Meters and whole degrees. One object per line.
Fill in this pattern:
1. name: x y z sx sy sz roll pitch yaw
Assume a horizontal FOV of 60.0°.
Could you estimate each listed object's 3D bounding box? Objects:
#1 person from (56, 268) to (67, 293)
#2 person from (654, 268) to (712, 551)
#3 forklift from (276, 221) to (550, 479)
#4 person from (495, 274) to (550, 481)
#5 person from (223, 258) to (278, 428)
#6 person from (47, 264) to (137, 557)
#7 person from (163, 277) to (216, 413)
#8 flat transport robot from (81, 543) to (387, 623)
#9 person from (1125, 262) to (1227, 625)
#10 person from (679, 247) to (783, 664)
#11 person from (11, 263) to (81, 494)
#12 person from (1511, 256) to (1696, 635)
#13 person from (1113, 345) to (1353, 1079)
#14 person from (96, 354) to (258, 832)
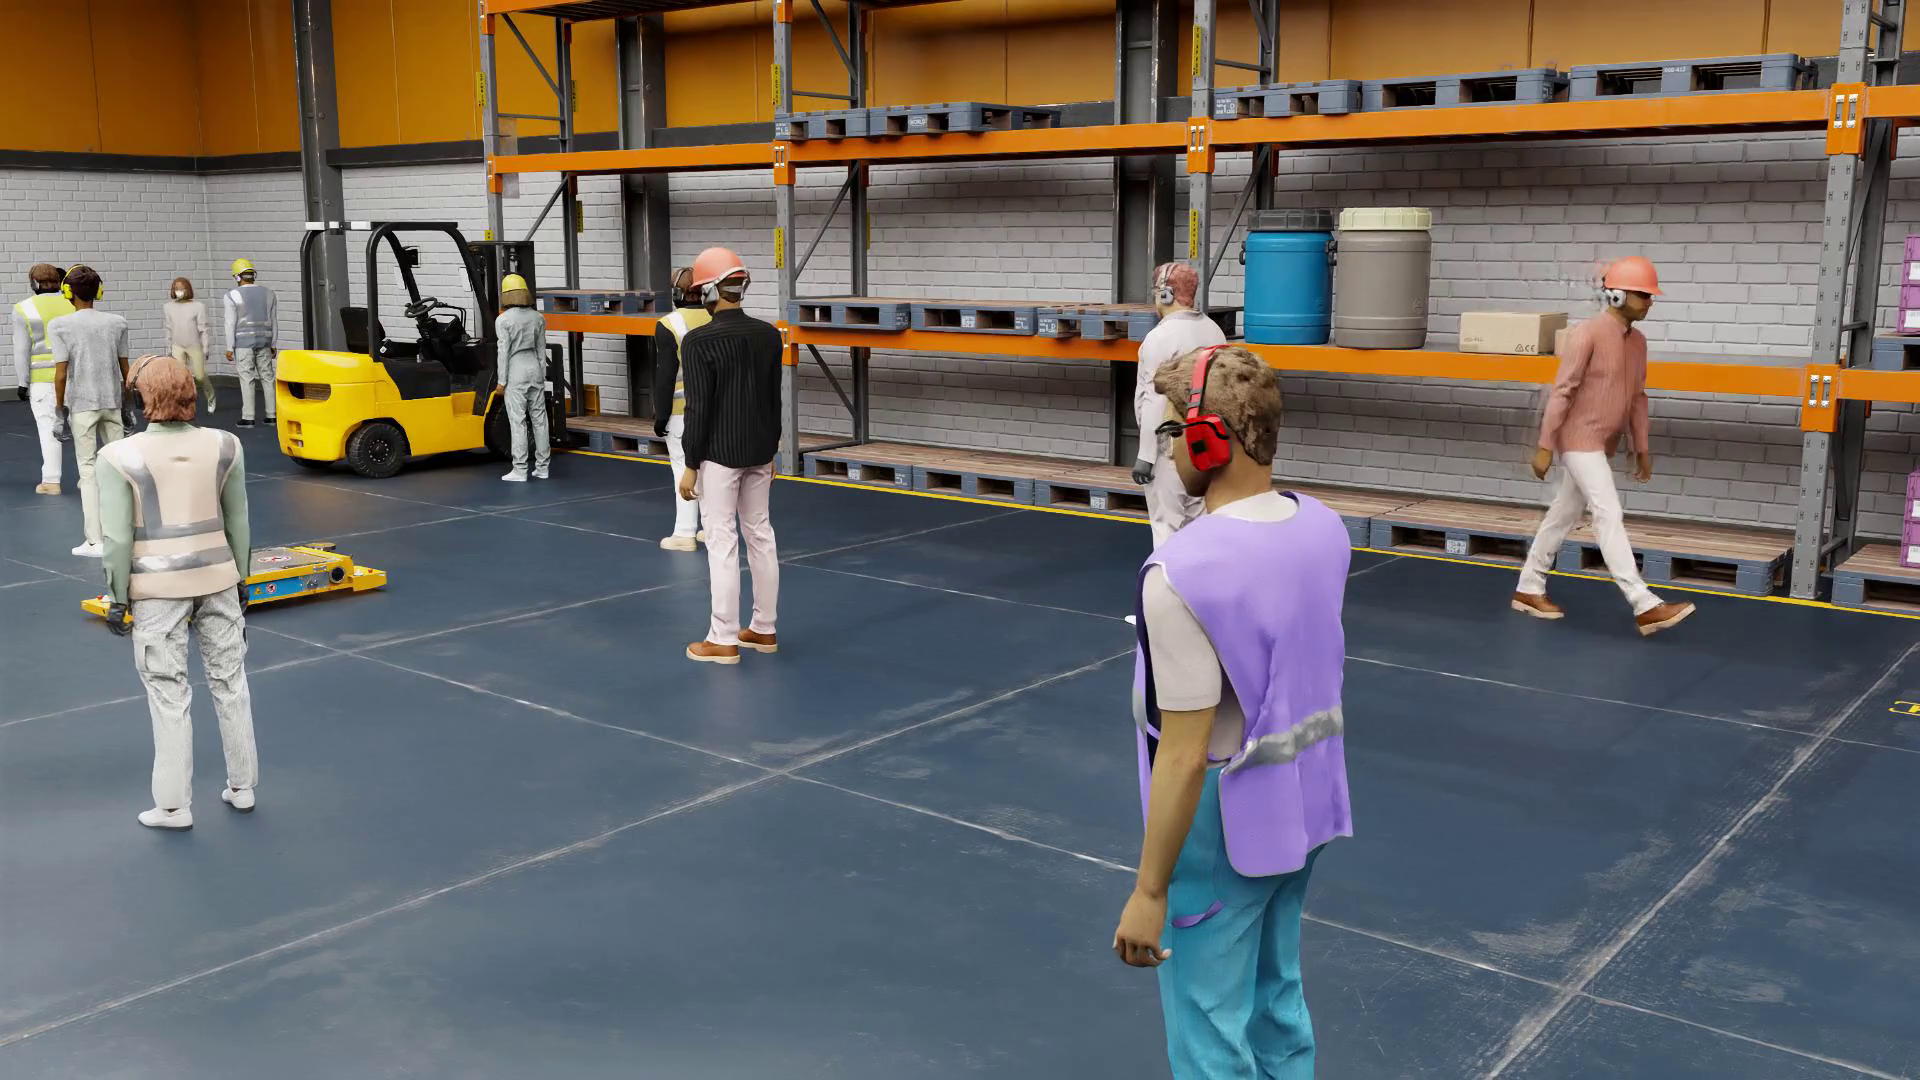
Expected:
1. person: -10.713 -2.399 19.880 0.319 1.696 0.532 8 13 38
2. person: -1.763 -0.851 10.901 0.429 1.844 0.624 8 13 38
3. forklift: -4.922 -1.741 14.854 1.214 2.155 2.313 8 13 38
4. person: -3.703 -1.363 14.024 0.305 1.738 0.484 8 13 38
5. person: -7.672 -2.124 17.999 0.403 1.825 0.586 8 13 38
6. person: -5.553 -0.823 10.666 0.329 1.872 0.508 8 13 38
7. person: -8.799 -2.203 19.027 0.500 1.615 0.722 0 10 -2
8. flat transport robot: -4.015 0.231 9.258 0.652 0.197 1.431 8 13 38
9. person: 1.110 -0.490 8.721 0.409 1.909 0.640 8 13 38
10. person: -1.107 -0.401 7.998 0.387 1.989 0.608 8 13 38
11. person: -7.238 -1.284 13.314 0.429 1.840 0.624 8 13 38
12. person: 3.371 -0.482 8.600 0.643 1.922 1.106 -9 14 -41
13. person: 0.502 0.567 3.048 0.390 1.839 0.564 8 13 38
14. person: -2.676 0.184 5.726 0.308 1.640 0.510 8 13 38
